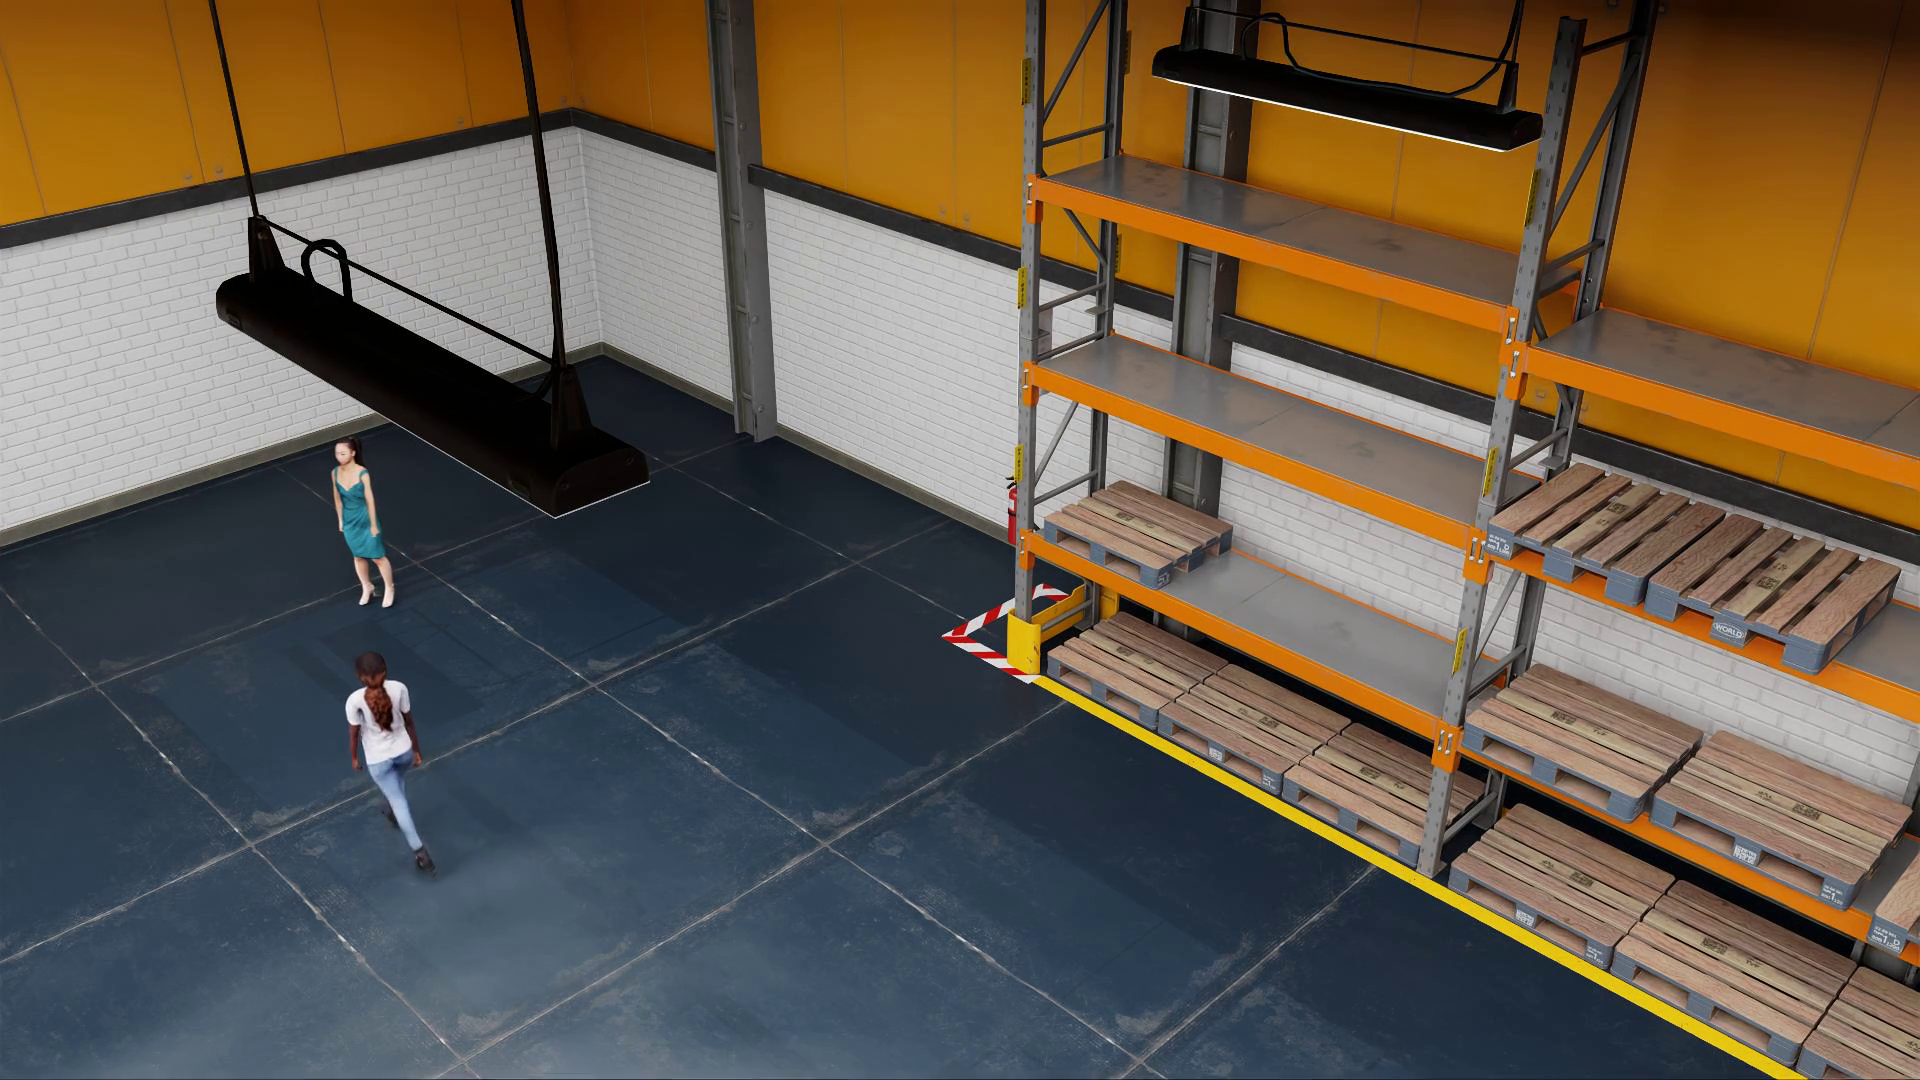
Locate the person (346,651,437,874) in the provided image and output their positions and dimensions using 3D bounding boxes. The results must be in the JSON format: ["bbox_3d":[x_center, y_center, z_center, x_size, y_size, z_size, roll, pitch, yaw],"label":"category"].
[{"bbox_3d":[-3.991,1.586,11.739,0.678,1.675,1.199,-21,35,-34],"label":"person"}]

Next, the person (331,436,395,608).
[{"bbox_3d":[-5.369,-0.152,14.918,0.582,1.681,0.678,7,29,12],"label":"person"}]
